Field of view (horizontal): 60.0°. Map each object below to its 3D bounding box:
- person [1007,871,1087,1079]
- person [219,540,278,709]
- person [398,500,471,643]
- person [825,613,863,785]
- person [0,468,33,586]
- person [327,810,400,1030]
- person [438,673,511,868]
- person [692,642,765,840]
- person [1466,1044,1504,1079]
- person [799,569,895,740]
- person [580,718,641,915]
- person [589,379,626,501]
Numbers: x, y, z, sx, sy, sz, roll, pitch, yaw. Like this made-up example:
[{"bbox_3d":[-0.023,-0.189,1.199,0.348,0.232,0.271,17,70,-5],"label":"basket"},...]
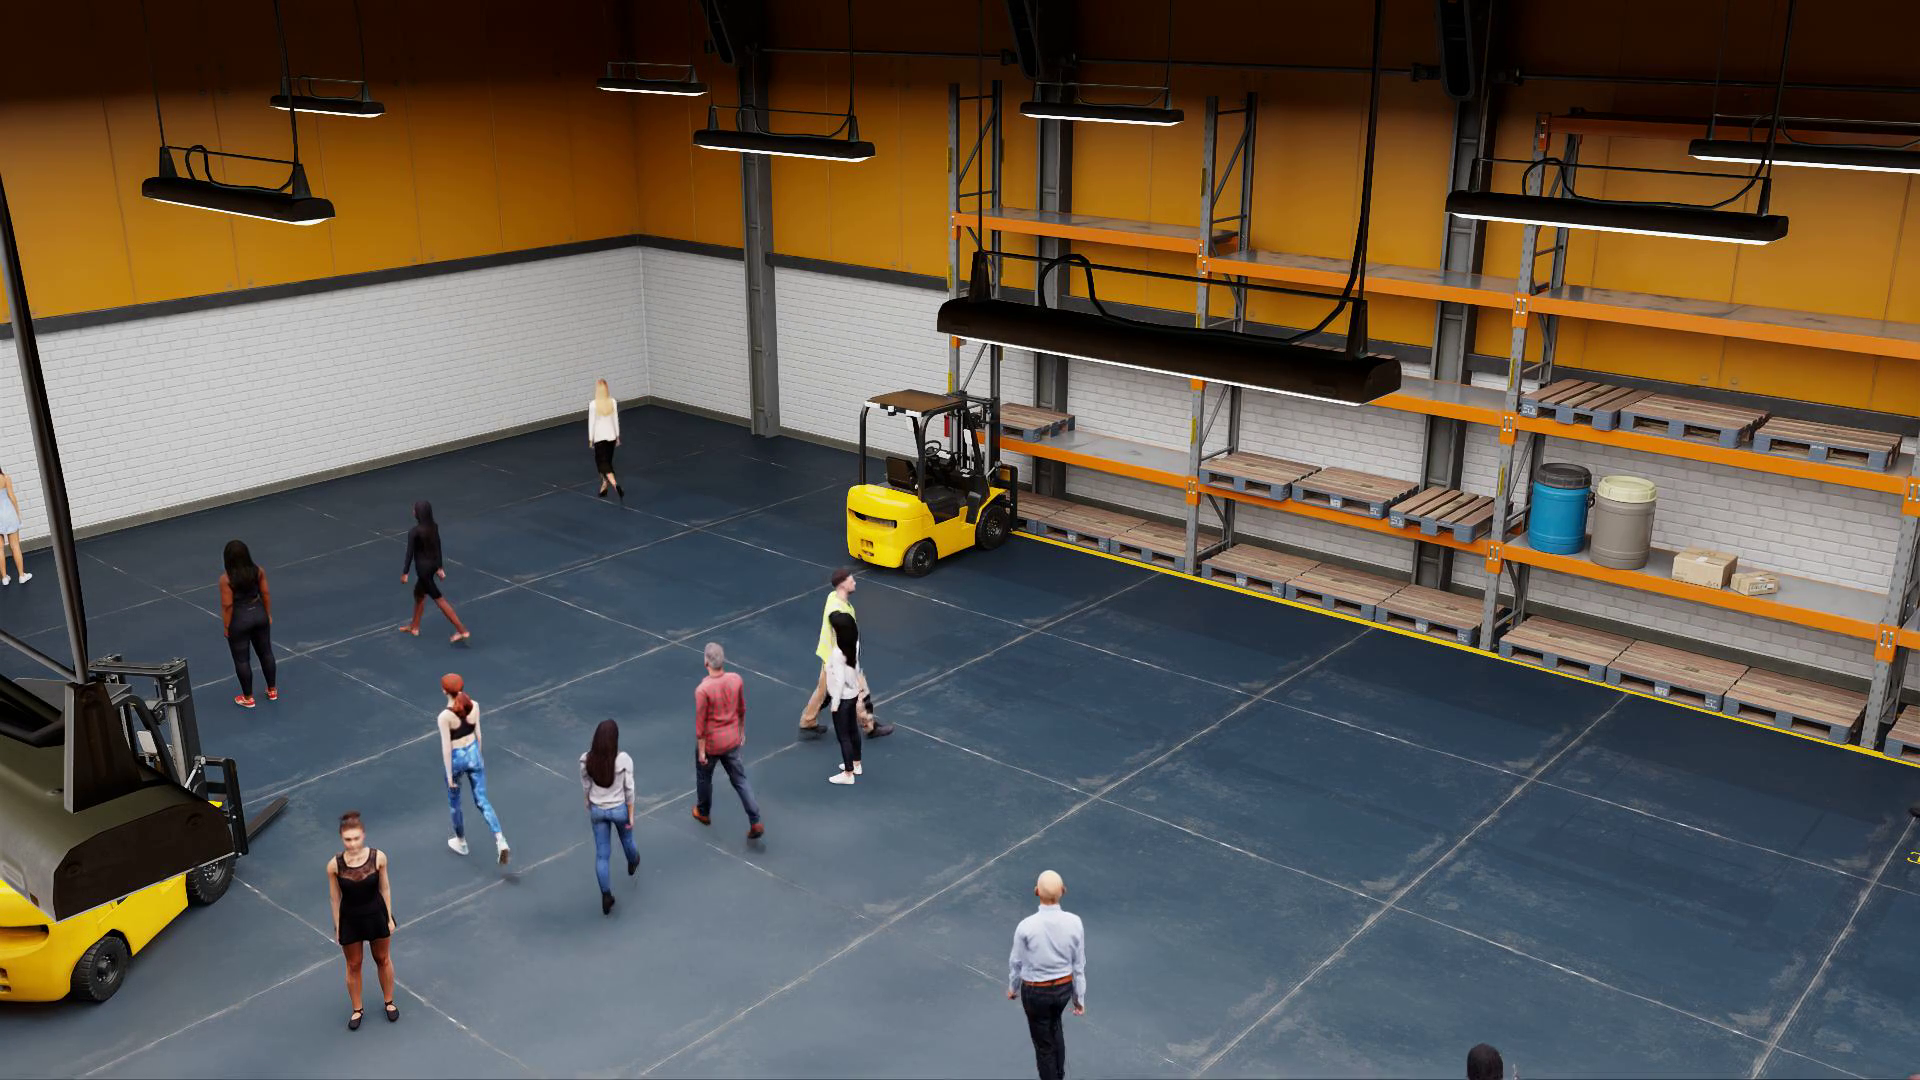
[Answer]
[{"bbox_3d":[0.605,3.066,10.978,0.818,1.770,0.888,-6,20,-18],"label":"person"},{"bbox_3d":[-7.485,0.857,17.466,0.602,1.816,0.659,16,25,40],"label":"person"},{"bbox_3d":[-6.021,0.398,19.046,1.296,1.677,0.980,5,19,15],"label":"person"},{"bbox_3d":[-1.089,1.487,15.775,0.683,1.700,0.698,6,19,16],"label":"person"},{"bbox_3d":[-12.107,-0.287,20.999,0.673,1.729,0.699,-5,19,-15],"label":"person"},{"bbox_3d":[-4.328,2.744,12.081,0.674,1.677,0.700,-7,20,-20],"label":"person"},{"bbox_3d":[-4.174,1.984,14.203,0.650,1.762,1.142,-17,25,-41],"label":"person"},{"bbox_3d":[-2.057,1.815,14.660,0.855,1.791,1.267,-14,23,-36],"label":"person"},{"bbox_3d":[2.907,3.639,9.289,0.872,1.763,0.806,2,19,7],"label":"person"},{"bbox_3d":[-1.255,1.163,16.572,1.221,1.807,1.215,-4,19,-10],"label":"person"},{"bbox_3d":[-2.883,2.280,13.593,1.033,1.591,1.065,-1,19,-1],"label":"person"},{"bbox_3d":[-5.124,-1.404,24.145,0.761,1.838,1.127,-14,23,-36],"label":"person"}]
